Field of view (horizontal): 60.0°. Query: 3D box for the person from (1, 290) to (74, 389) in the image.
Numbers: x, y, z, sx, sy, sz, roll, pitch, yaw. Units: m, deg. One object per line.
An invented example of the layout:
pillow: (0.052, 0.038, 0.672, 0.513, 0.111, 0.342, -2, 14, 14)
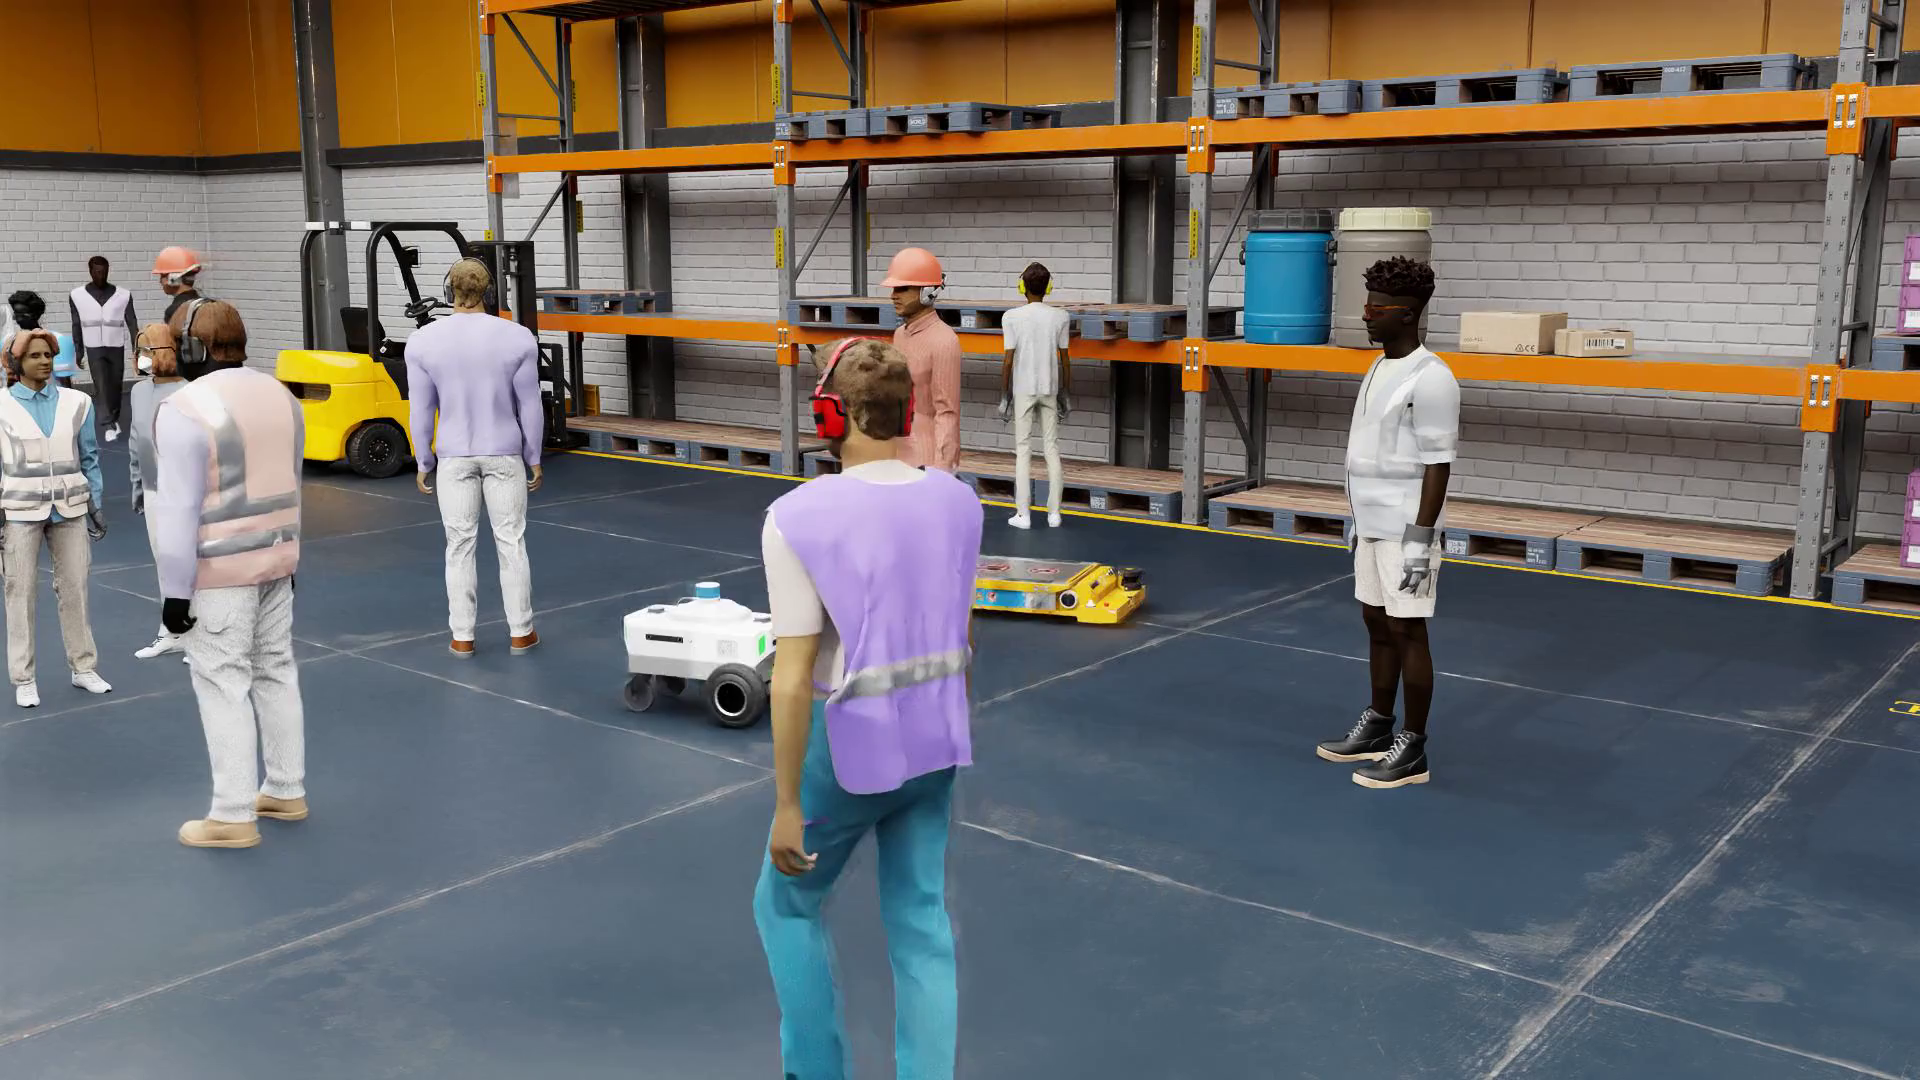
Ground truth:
person: (-6.449, -0.907, 11.674, 0.546, 1.659, 0.438, 0, 10, 1)

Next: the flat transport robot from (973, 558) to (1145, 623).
flat transport robot: (0.250, 0.248, 9.160, 1.431, 0.197, 0.652, 4, 11, 19)

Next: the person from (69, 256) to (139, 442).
person: (-8.764, -1.975, 17.080, 0.607, 1.872, 1.028, -6, 12, -31)

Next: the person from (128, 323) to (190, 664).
person: (-3.787, -0.222, 7.992, 0.497, 1.633, 0.285, 4, 11, 23)

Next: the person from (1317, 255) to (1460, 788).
person: (1.611, -0.059, 6.198, 0.367, 1.954, 0.604, -2, 10, -9)

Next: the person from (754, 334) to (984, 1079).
person: (-0.240, 0.469, 3.627, 0.589, 1.821, 0.647, -9, 13, -40)

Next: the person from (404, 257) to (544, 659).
person: (-2.331, -0.387, 8.058, 0.627, 1.940, 0.372, -2, 11, -13)

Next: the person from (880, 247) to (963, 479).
person: (-0.195, -0.392, 7.967, 0.400, 1.990, 0.616, -5, 11, -25)

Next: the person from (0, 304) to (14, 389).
person: (-7.344, -1.161, 12.572, 0.821, 1.853, 0.596, 6, 12, 30)

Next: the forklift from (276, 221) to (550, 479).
forklift: (-4.922, -1.741, 14.854, 1.214, 2.155, 2.313, 8, 13, 38)

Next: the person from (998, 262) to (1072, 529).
person: (0.529, -1.012, 11.714, 0.533, 1.868, 0.310, -2, 10, -12)

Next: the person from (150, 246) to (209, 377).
person: (-5.205, -0.976, 11.215, 0.431, 1.981, 0.620, -1, 10, -8)

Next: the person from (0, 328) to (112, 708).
person: (-4.025, -0.104, 7.305, 0.307, 1.645, 0.514, 9, 13, 40)

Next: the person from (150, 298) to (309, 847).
person: (-2.458, 0.112, 5.607, 0.430, 1.834, 0.632, 3, 11, 14)

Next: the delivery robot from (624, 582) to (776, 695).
delivery robot: (-1.077, 0.425, 7.136, 0.707, 0.478, 0.477, 4, 11, 20)
